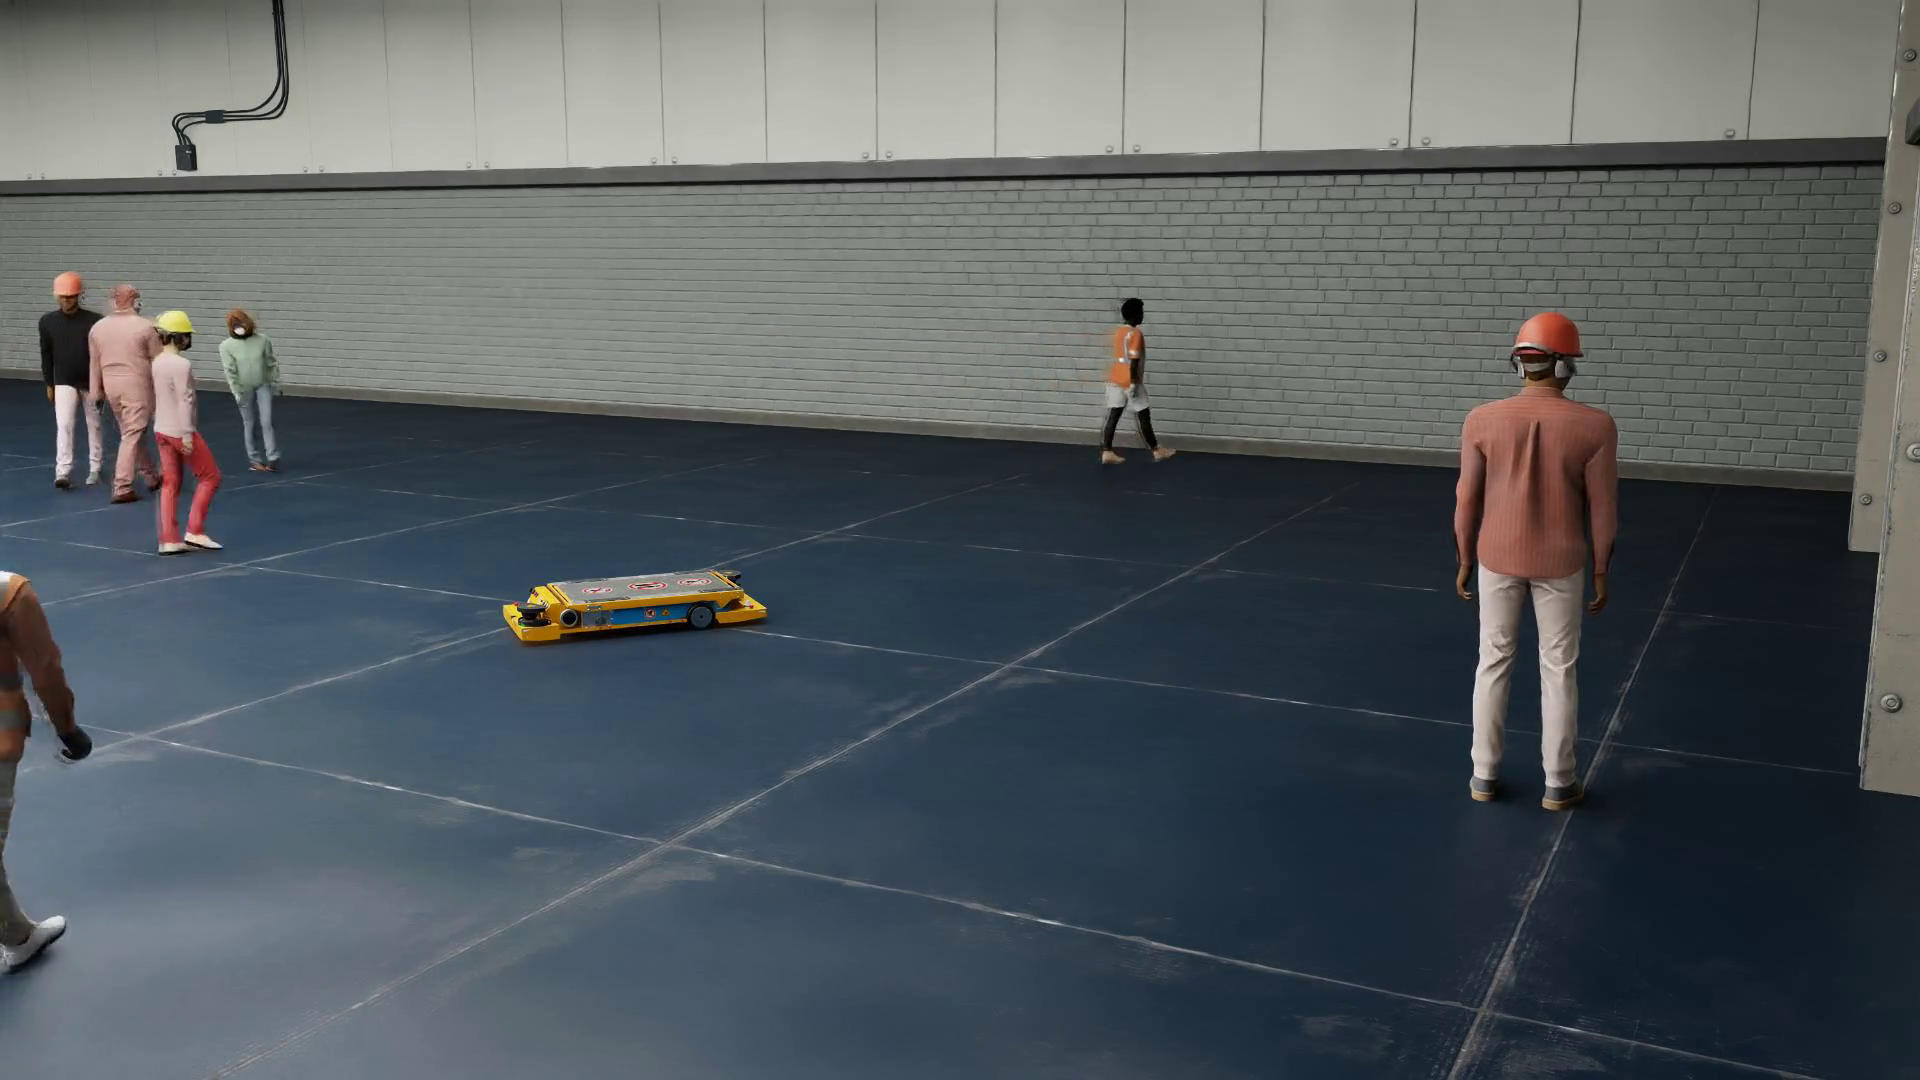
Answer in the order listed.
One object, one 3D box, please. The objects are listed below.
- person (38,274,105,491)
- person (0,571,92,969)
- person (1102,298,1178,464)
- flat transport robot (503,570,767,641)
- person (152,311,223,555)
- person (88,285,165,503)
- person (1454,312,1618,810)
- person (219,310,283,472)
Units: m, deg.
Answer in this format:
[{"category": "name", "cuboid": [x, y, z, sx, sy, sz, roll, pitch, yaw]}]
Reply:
[{"category": "person", "cuboid": [-7.998, -1.418, 15.036, 0.606, 1.936, 0.994, -3, 11, -17]}, {"category": "person", "cuboid": [-2.909, 0.621, 4.874, 0.516, 1.596, 0.850, 1, 10, 6]}, {"category": "person", "cuboid": [1.796, -1.589, 16.703, 0.830, 1.658, 0.555, -4, 11, -19]}, {"category": "flat transport robot", "cuboid": [-1.926, 0.372, 9.846, 1.431, 0.197, 0.652, -5, 11, -23]}, {"category": "person", "cuboid": [-5.579, -0.769, 11.986, 0.538, 1.750, 0.501, 9, 14, 40]}, {"category": "person", "cuboid": [-7.184, -1.286, 14.562, 0.665, 1.855, 0.990, 3, 11, 14]}, {"category": "person", "cuboid": [2.309, 0.087, 6.702, 0.616, 1.990, 0.393, 5, 12, 27]}, {"category": "person", "cuboid": [-6.802, -1.419, 16.026, 0.562, 1.584, 0.689, -7, 12, -32]}]
